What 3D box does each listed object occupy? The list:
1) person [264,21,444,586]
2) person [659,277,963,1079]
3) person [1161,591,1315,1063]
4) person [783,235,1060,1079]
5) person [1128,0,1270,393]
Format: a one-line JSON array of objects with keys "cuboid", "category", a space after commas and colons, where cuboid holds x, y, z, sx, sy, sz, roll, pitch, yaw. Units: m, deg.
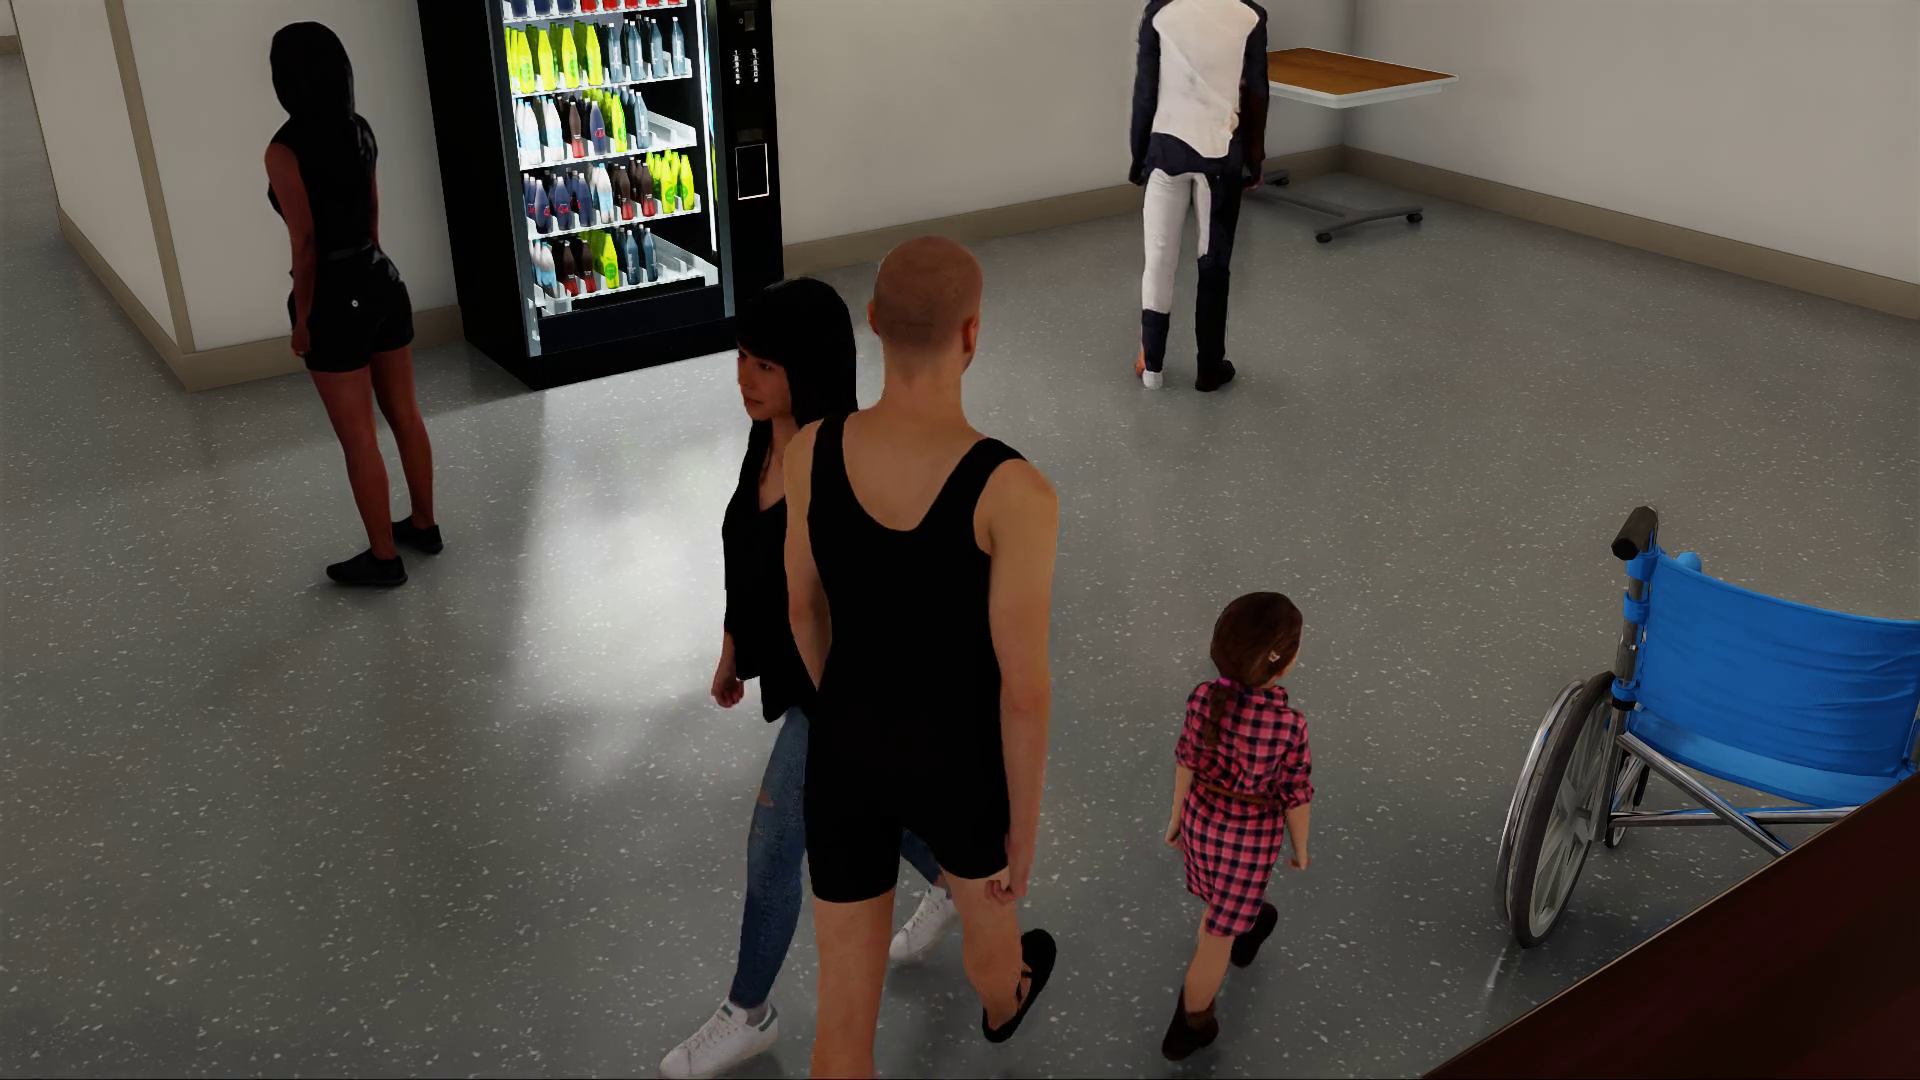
[{"cuboid": [-1.878, -0.698, 5.127, 0.745, 1.740, 0.659, 8, 27, 15], "category": "person"}, {"cuboid": [-0.209, 0.263, 3.281, 1.056, 1.611, 0.640, -14, 29, -26], "category": "person"}, {"cuboid": [0.527, 0.591, 3.307, 0.579, 0.998, 0.792, 18, 31, 32], "category": "person"}, {"cuboid": [-0.117, 0.448, 2.718, 1.065, 1.767, 1.191, 8, 27, 15], "category": "person"}, {"cuboid": [0.938, -1.532, 6.675, 0.776, 1.897, 0.836, 6, 26, 12], "category": "person"}]
